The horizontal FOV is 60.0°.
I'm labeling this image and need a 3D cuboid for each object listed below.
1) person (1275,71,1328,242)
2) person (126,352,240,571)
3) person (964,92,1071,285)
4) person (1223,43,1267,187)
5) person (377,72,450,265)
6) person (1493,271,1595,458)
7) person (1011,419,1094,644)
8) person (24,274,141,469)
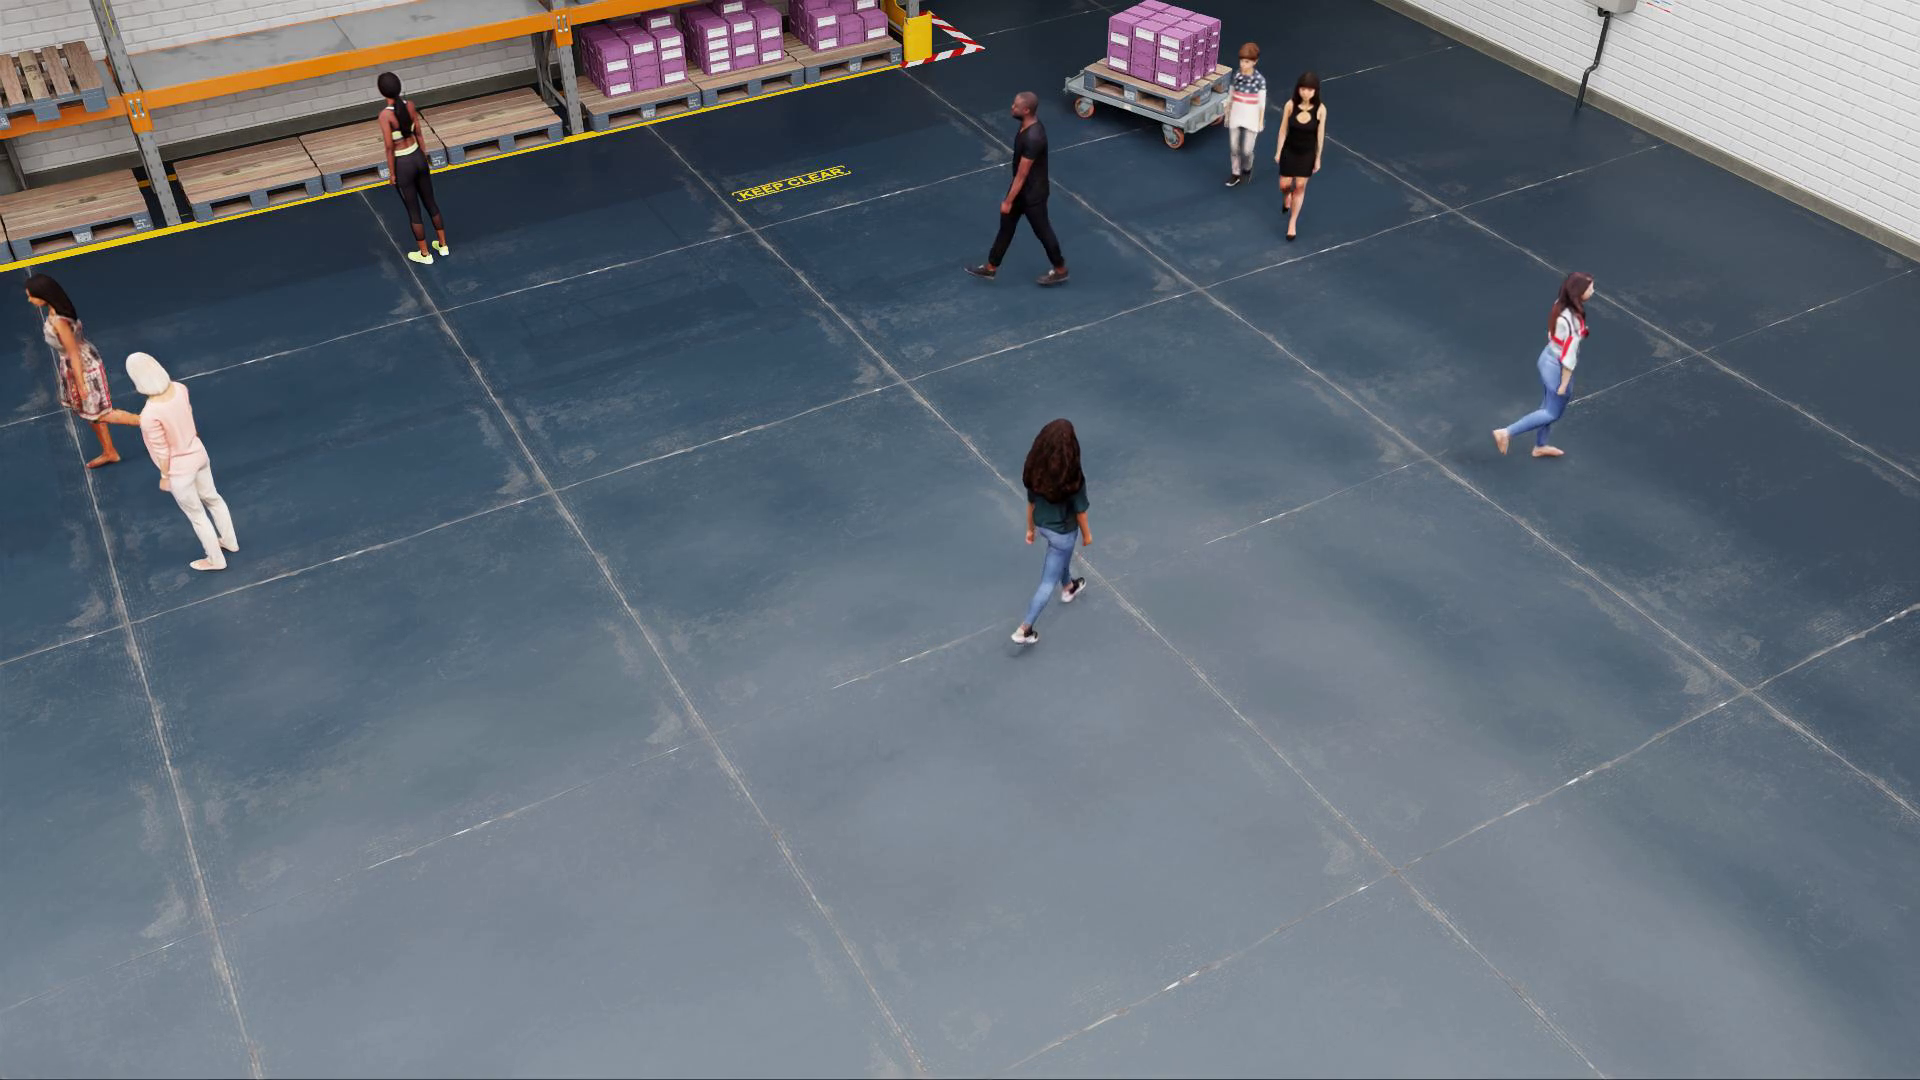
[{"bbox_3d":[3.101,-3.528,15.118,0.831,1.633,0.890,10,40,13],"label":"person"},{"bbox_3d":[-5.279,-0.535,11.303,0.722,1.716,0.679,7,39,8],"label":"person"},{"bbox_3d":[0.689,-2.958,14.296,1.265,1.768,0.977,-4,39,-6],"label":"person"},{"bbox_3d":[2.767,-4.098,15.995,0.631,1.429,0.661,22,43,25],"label":"person"},{"bbox_3d":[-4.867,-3.290,14.723,0.696,1.753,0.570,24,45,27],"label":"person"},{"bbox_3d":[4.338,-1.264,12.309,0.959,1.600,0.822,-1,39,-1],"label":"person"},{"bbox_3d":[0.587,-0.022,10.770,0.825,1.580,1.169,29,47,31],"label":"person"},{"bbox_3d":[-6.385,-1.259,12.282,0.850,1.626,0.651,-19,42,-22],"label":"person"}]
